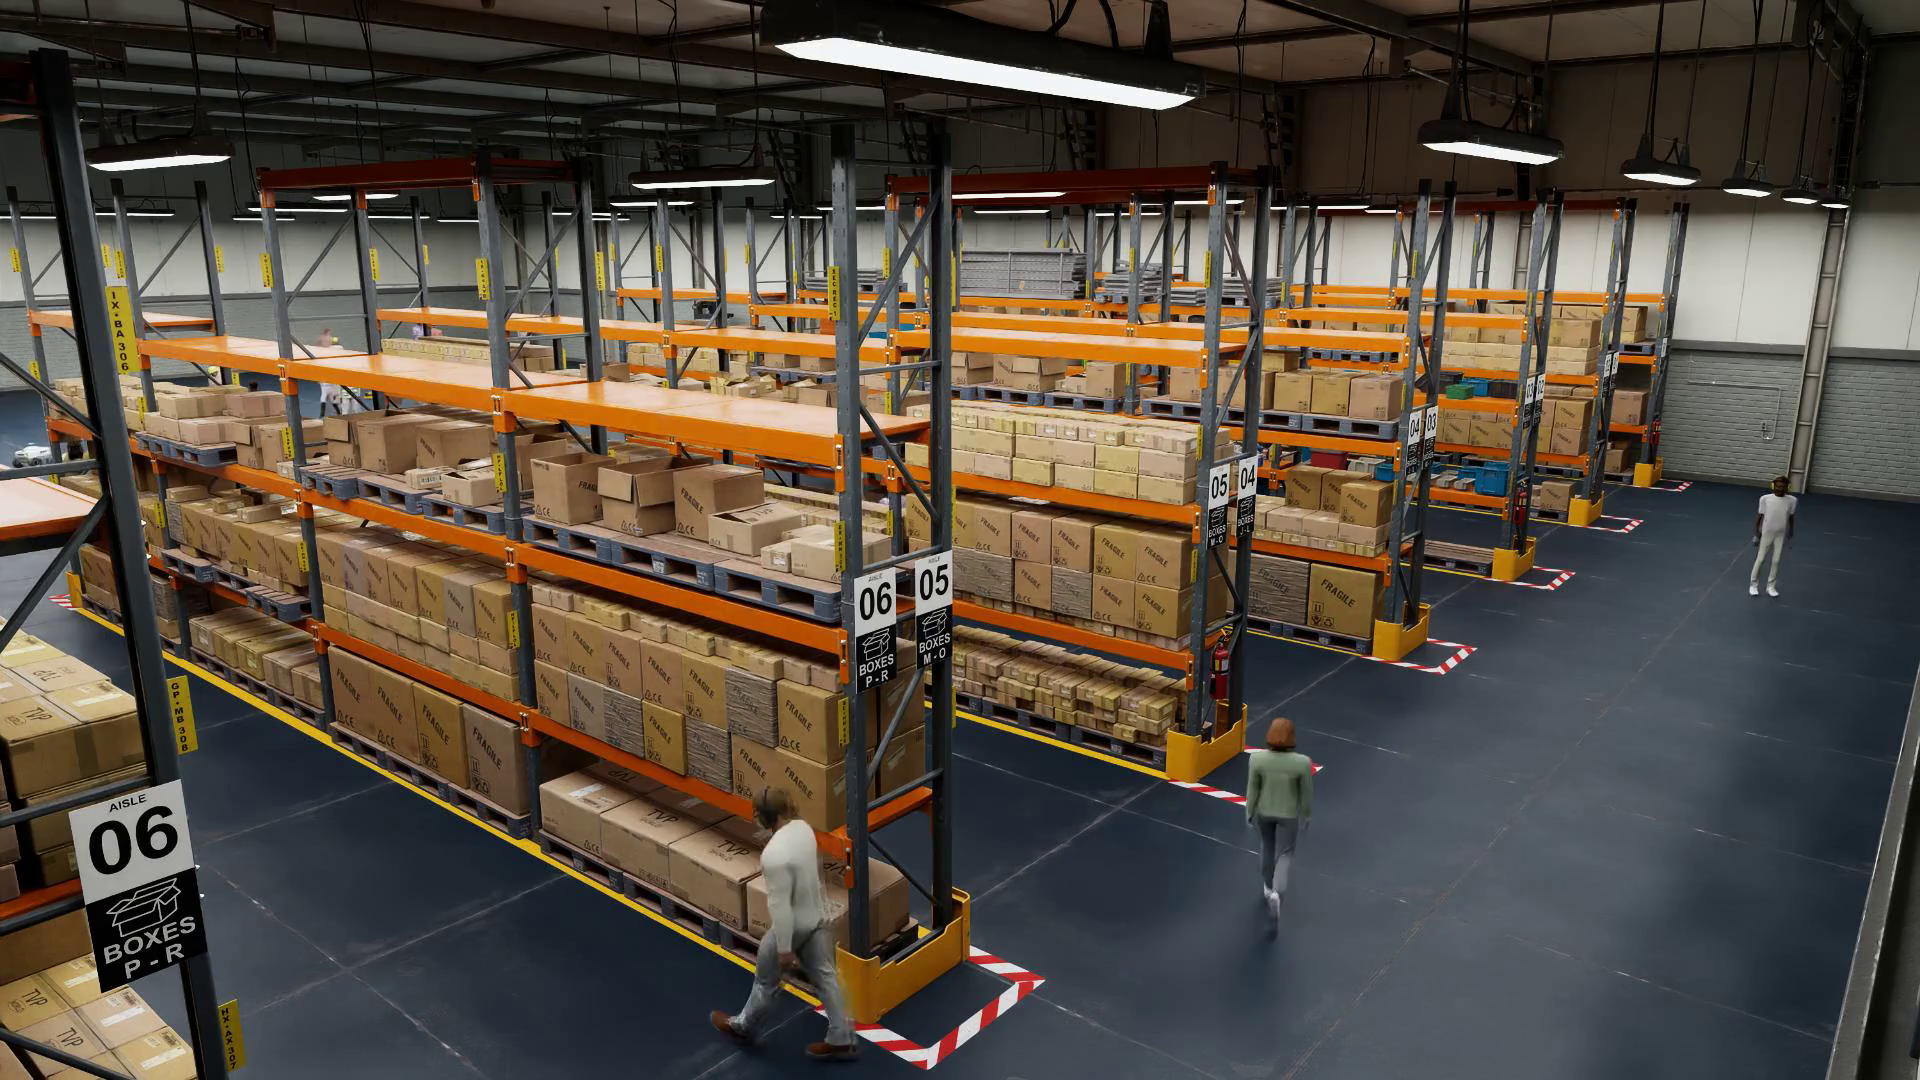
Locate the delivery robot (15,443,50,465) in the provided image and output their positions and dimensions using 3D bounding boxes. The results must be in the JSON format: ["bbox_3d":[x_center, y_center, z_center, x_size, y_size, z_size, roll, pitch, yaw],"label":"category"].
[{"bbox_3d":[-21.914,-2.039,29.754,0.477,0.478,0.707,1,14,5],"label":"delivery robot"}]

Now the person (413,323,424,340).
[{"bbox_3d":[-22.527,-8.327,52.730,0.629,1.987,1.039,-10,17,-37],"label":"person"}]

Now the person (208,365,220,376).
[{"bbox_3d":[-22.787,-4.669,38.464,0.657,1.613,0.508,0,14,1],"label":"person"}]

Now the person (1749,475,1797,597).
[{"bbox_3d":[12.304,-0.067,19.035,0.532,1.862,0.339,4,14,17],"label":"person"}]

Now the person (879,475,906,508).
[{"bbox_3d":[-0.971,-0.063,18.915,0.692,1.917,0.543,13,19,43],"label":"person"}]

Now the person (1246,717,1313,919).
[{"bbox_3d":[2.551,2.227,10.132,0.518,1.609,0.678,6,15,22],"label":"person"}]

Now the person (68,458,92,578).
[{"bbox_3d":[-13.991,-0.377,20.228,0.658,1.893,0.954,-1,14,-5],"label":"person"}]

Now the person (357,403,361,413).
[{"bbox_3d":[-17.260,-4.006,35.776,0.821,1.602,0.523,5,14,18],"label":"person"}]

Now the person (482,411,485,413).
[{"bbox_3d":[-12.860,-3.474,33.473,0.568,1.656,0.808,-11,17,-38],"label":"person"}]

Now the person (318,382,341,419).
[{"bbox_3d":[-18.139,-4.217,36.066,0.568,1.874,0.992,2,14,10],"label":"person"}]

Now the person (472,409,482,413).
[{"bbox_3d":[-11.302,-2.527,29.182,0.586,1.851,0.935,-11,17,-38],"label":"person"}]

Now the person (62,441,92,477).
[{"bbox_3d":[-15.885,-0.940,22.796,0.629,1.789,0.999,-7,16,-28],"label":"person"}]

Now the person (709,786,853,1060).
[{"bbox_3d":[-1.180,2.537,8.319,1.038,1.856,0.698,4,14,18],"label":"person"}]

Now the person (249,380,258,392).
[{"bbox_3d":[-17.161,-2.959,30.825,0.377,1.914,0.589,8,16,30],"label":"person"}]

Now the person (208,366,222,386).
[{"bbox_3d":[-21.028,-4.062,35.731,0.631,1.724,0.630,0,14,1],"label":"person"}]

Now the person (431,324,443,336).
[{"bbox_3d":[-21.034,-7.796,50.539,0.608,1.996,0.381,-4,14,-17],"label":"person"}]

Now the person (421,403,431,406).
[{"bbox_3d":[-14.055,-3.507,33.202,0.526,1.843,0.630,-12,18,-39],"label":"person"}]

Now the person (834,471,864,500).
[{"bbox_3d":[-1.795,-0.590,20.864,0.869,2.016,0.620,9,16,33],"label":"person"}]

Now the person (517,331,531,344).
[{"bbox_3d":[-19.153,-8.950,55.473,0.655,1.906,0.407,4,14,17],"label":"person"}]

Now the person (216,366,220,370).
[{"bbox_3d":[-25.203,-5.830,42.572,0.375,1.939,0.628,-8,16,-30],"label":"person"}]

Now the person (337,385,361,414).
[{"bbox_3d":[-16.989,-4.009,35.060,0.402,1.949,0.605,13,19,43],"label":"person"}]

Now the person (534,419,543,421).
[{"bbox_3d":[-9.711,-2.499,29.565,0.735,1.603,0.525,0,14,-1],"label":"person"}]

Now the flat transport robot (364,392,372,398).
[{"bbox_3d":[-19.219,-4.916,42.375,1.431,0.197,0.652,-3,14,-11],"label":"flat transport robot"}]

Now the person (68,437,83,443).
[{"bbox_3d":[-20.853,-2.656,29.635,0.585,1.887,0.749,-7,15,-27],"label":"person"}]

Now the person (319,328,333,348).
[{"bbox_3d":[-24.242,-7.186,48.253,0.644,1.887,0.765,4,14,15],"label":"person"}]

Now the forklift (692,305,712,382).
[{"bbox_3d":[-9.511,-7.392,47.124,1.873,2.768,1.129,11,17,38],"label":"forklift"}]

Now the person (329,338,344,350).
[{"bbox_3d":[-22.748,-6.538,45.983,0.501,1.698,0.891,-6,15,-25],"label":"person"}]
